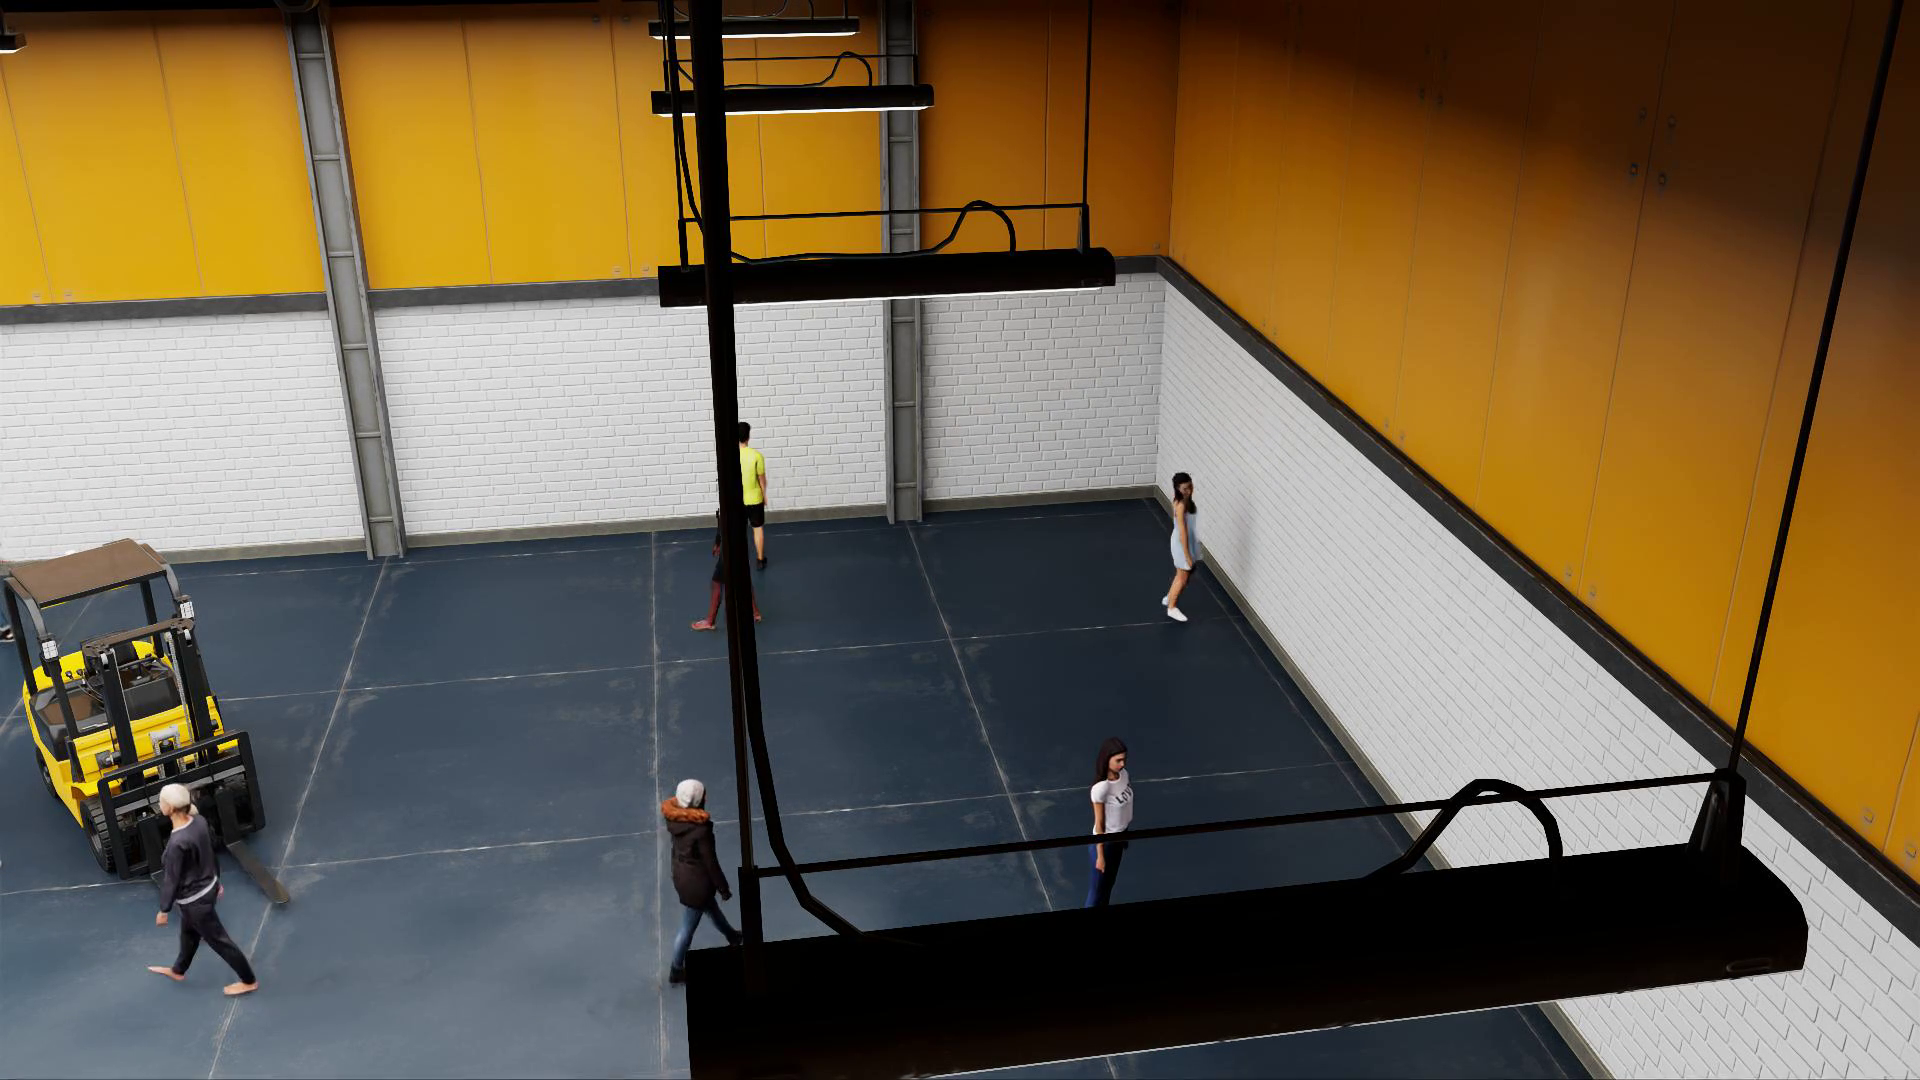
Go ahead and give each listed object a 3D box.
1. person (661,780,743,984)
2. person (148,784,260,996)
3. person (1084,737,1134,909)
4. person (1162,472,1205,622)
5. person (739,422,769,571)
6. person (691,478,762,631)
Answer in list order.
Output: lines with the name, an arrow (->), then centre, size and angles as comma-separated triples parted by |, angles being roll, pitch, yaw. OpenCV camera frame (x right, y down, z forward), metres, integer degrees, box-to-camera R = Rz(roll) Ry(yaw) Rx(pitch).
person -> -1.943, 2.460, 11.844 | 1.104, 1.597, 0.917 | -16, 28, -32
person -> -5.268, 2.484, 11.671 | 1.049, 1.692, 0.696 | -2, 24, -4
person -> 1.062, 2.231, 12.146 | 0.706, 1.775, 0.666 | 13, 27, 27
person -> 2.308, 0.069, 17.201 | 0.832, 1.688, 0.840 | 2, 24, 6
person -> -2.364, -0.483, 18.439 | 0.515, 1.708, 0.707 | -2, 24, -4
person -> -2.259, 0.112, 17.090 | 0.992, 1.697, 0.706 | -7, 24, -15
